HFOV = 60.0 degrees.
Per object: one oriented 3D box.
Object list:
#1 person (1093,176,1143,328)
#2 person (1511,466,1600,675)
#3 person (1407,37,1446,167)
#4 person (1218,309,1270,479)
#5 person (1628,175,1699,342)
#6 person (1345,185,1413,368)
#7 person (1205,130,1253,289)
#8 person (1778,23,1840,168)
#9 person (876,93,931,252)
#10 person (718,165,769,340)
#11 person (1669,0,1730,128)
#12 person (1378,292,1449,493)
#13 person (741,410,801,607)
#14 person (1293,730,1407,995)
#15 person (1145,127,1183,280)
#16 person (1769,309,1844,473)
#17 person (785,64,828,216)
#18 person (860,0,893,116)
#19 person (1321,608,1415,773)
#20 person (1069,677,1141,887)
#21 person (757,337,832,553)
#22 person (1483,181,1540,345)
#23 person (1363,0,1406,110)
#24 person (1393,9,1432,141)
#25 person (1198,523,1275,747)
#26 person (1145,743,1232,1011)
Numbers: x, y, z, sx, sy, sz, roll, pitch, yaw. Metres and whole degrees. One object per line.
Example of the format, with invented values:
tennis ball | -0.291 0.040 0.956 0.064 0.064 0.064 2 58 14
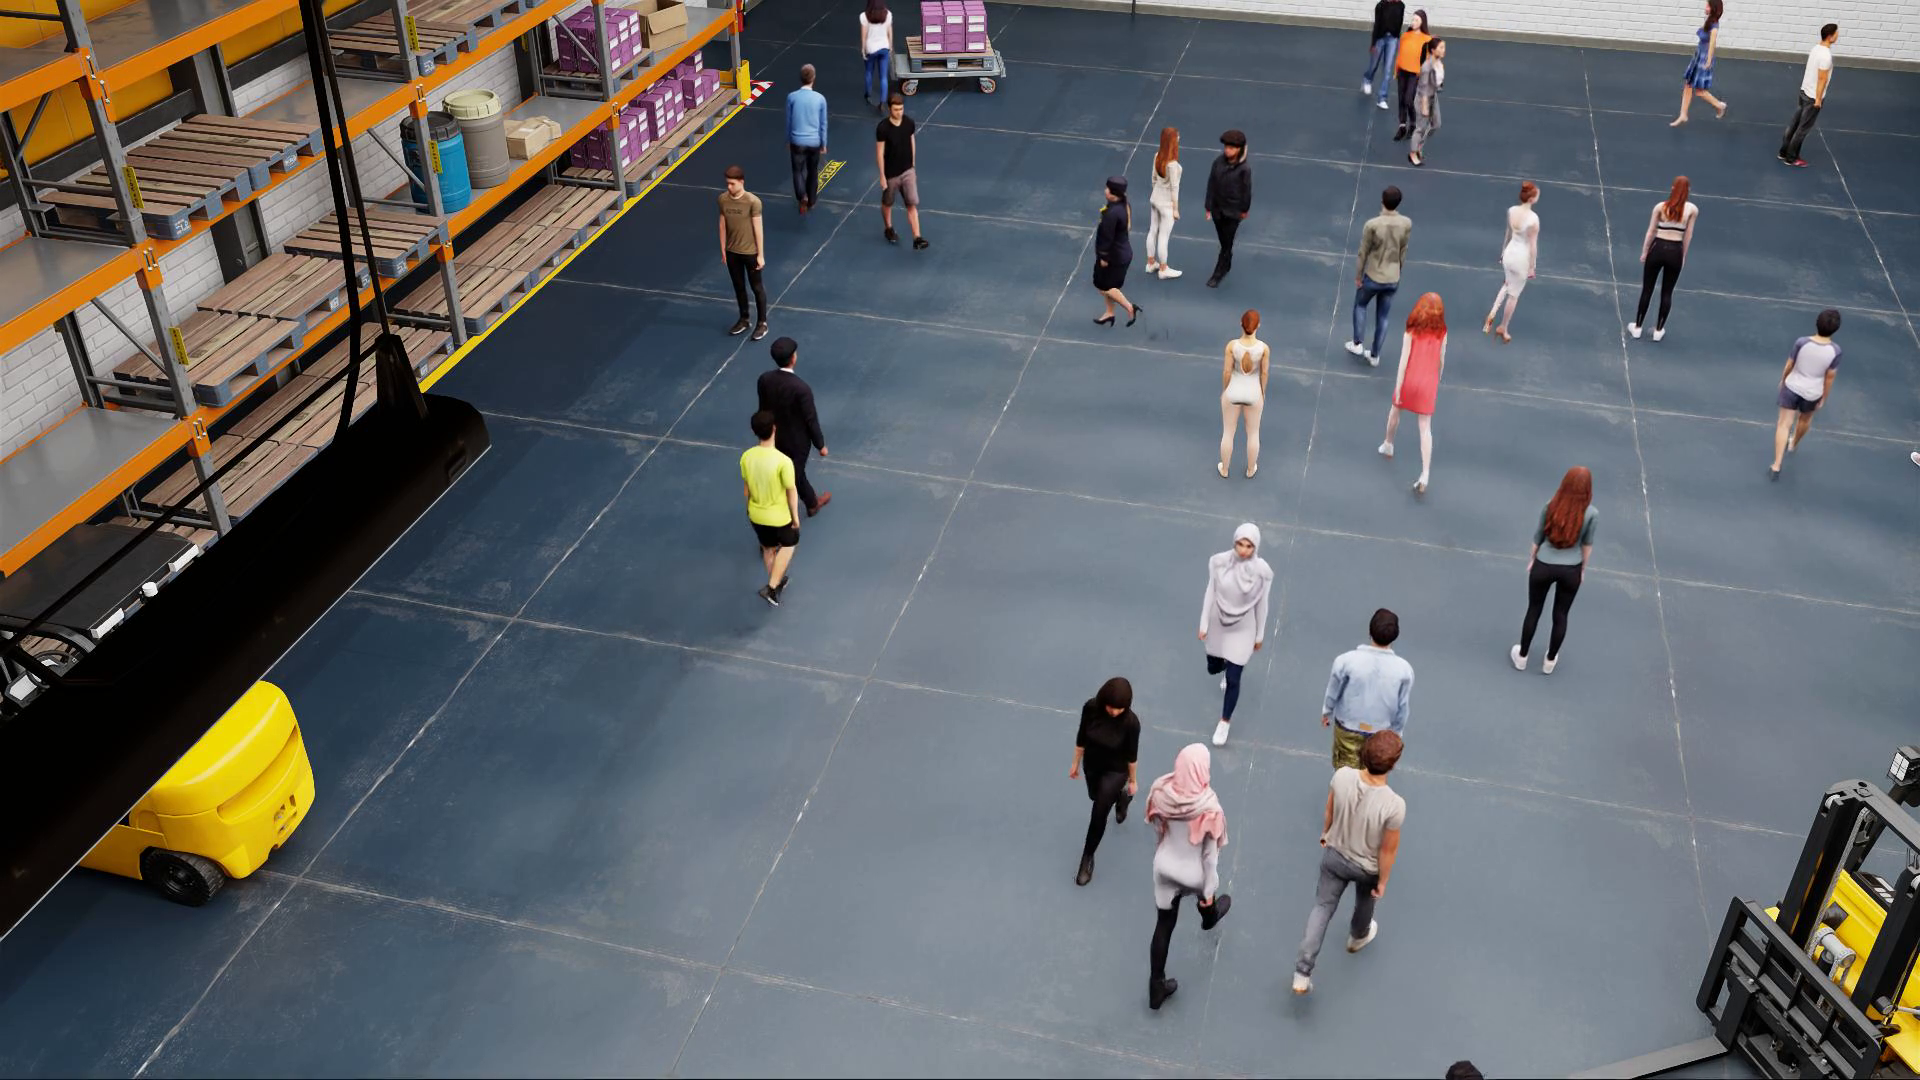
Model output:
person | 1.659 -2.937 17.287 0.799 1.660 0.751 12 36 18
person | 4.462 0.233 12.449 0.561 1.737 0.526 10 35 15
person | 5.906 -5.623 21.325 0.774 1.664 0.652 22 40 30
person | 2.526 -1.295 14.832 0.571 1.643 0.515 4 34 6
person | 7.284 -2.914 17.185 0.599 1.736 0.568 12 35 17
person | 4.220 -2.584 16.585 0.808 1.849 0.831 -2 34 -3
person | 2.970 -3.690 18.358 0.839 1.728 1.124 20 38 27
person | 10.924 -5.726 21.355 0.740 1.801 0.529 3 34 4
person | -0.767 -4.270 19.152 1.141 1.816 1.250 -15 37 -22
person | -2.227 -2.998 17.208 0.687 1.849 0.604 12 36 18
person | 10.053 -6.375 22.348 0.771 1.783 0.895 4 34 6
person | 4.073 -1.265 14.665 0.879 1.779 1.225 -3 34 -5
person | -1.520 -0.188 13.133 0.667 1.681 0.809 11 35 16
person | 2.273 1.919 9.796 0.948 1.866 1.263 21 39 28
person | 2.253 -3.743 18.452 0.756 1.713 0.686 -15 36 -21
person | 7.583 -1.318 14.974 0.653 1.523 1.044 13 36 19
person | -1.840 -4.744 19.889 0.891 1.788 1.121 -3 34 -4
person | -1.121 -6.684 22.924 0.824 1.660 0.986 -5 34 -7
person | 2.614 1.291 10.824 0.834 1.773 1.221 3 34 4
person | 0.973 1.429 10.772 0.785 1.600 1.081 22 39 29
person | -1.475 -0.757 13.850 1.035 1.836 1.331 23 40 31
person | 5.599 -2.803 16.973 0.850 1.785 0.793 -15 37 -22
person | 5.921 -6.988 23.320 0.844 1.728 1.142 -3 34 -5
person | 6.035 -6.182 22.096 0.766 1.741 0.731 -26 41 -33
person | 1.961 0.600 11.876 0.739 1.760 0.989 15 36 21
person | 1.259 2.014 9.755 0.893 1.753 1.254 20 39 28
